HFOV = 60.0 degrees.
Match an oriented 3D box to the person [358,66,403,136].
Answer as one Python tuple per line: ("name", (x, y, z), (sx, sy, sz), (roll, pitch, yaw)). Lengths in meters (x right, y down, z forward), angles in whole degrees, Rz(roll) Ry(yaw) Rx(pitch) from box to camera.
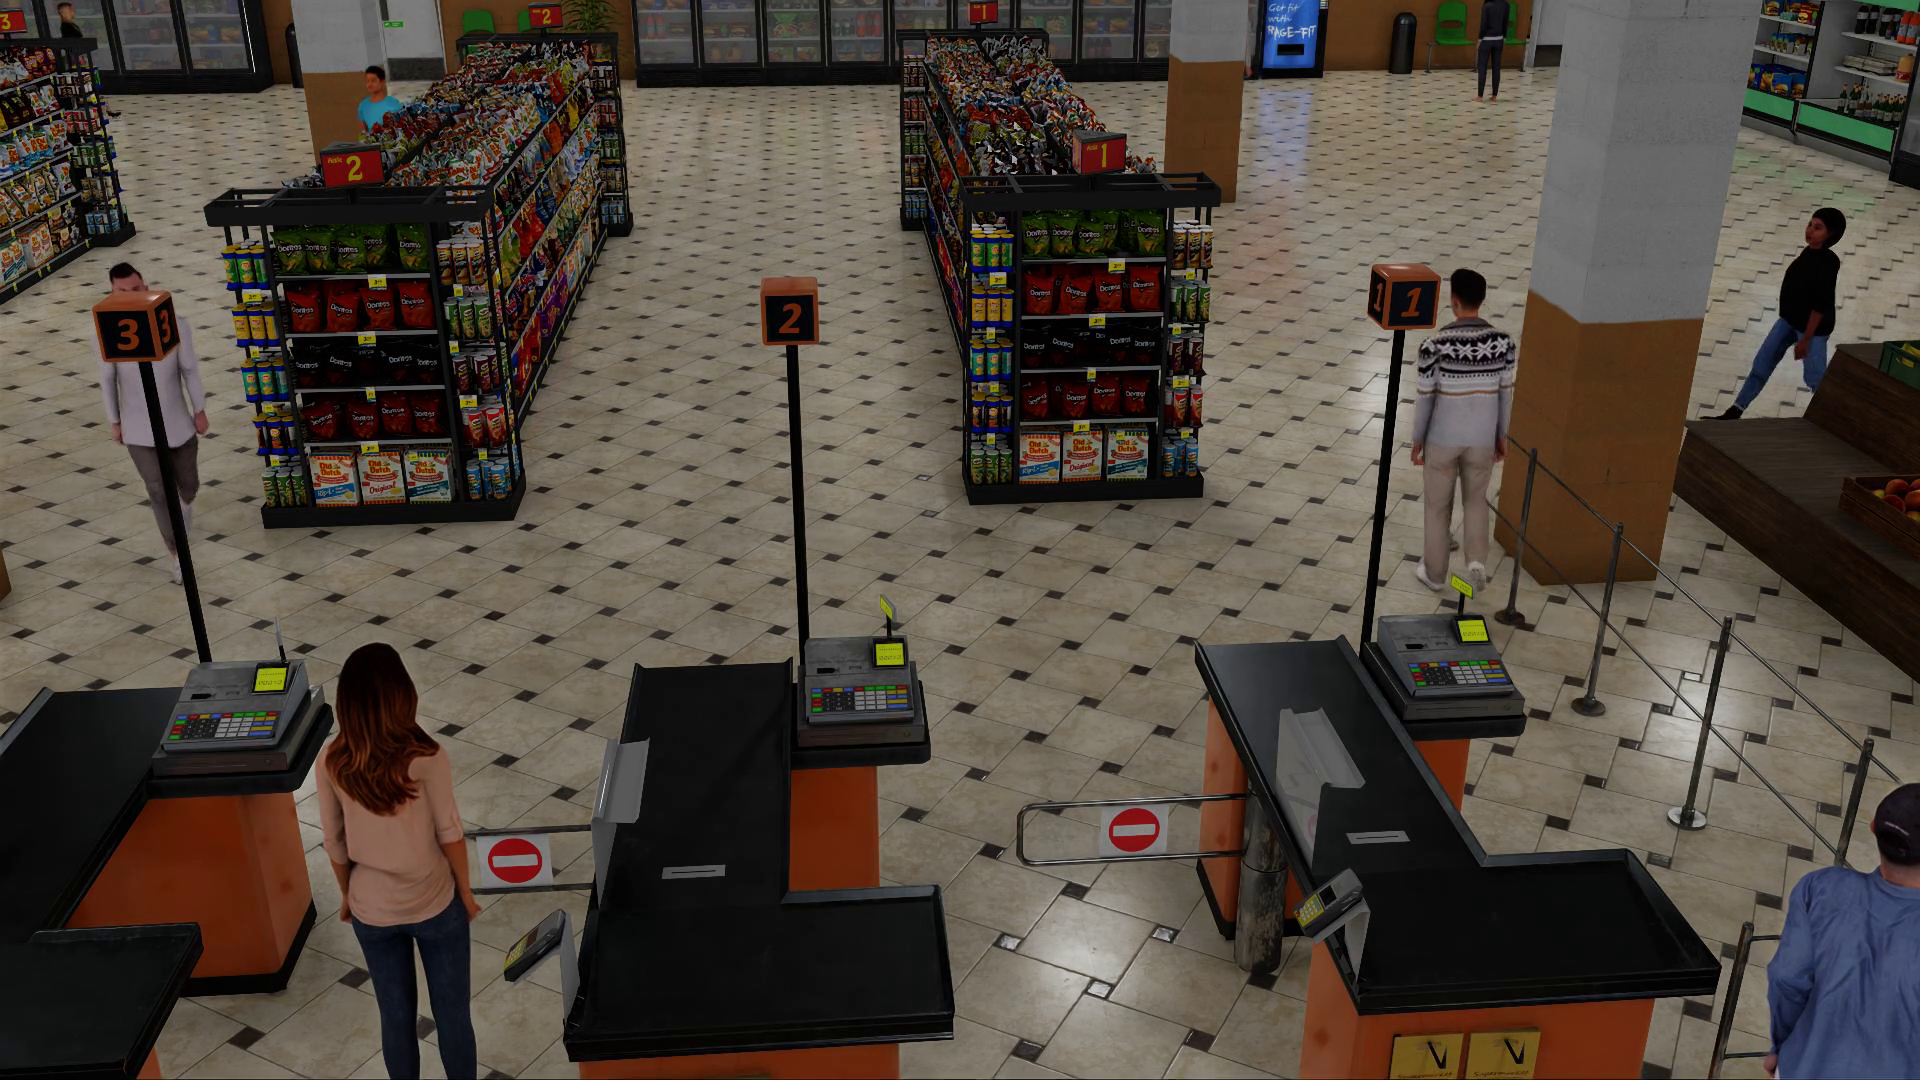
("person", (-5.764, -3.879, 16.865), (0.868, 1.721, 1.223), (5, 24, 10))

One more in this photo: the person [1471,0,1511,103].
("person", (8.071, -7.561, 25.221), (0.626, 1.767, 0.534), (-4, 24, -9))

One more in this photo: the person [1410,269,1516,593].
("person", (2.751, -0.530, 9.053), (0.724, 1.847, 0.795), (0, 24, -1))

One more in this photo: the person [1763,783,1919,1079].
("person", (2.395, 1.464, 4.446), (0.803, 1.888, 0.707), (-19, 30, -36))

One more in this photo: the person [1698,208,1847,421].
("person", (5.797, -1.388, 11.254), (0.653, 1.655, 1.058), (-2, 24, -6))

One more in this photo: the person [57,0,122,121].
("person", (-12.444, -6.624, 23.230), (0.836, 1.647, 0.927), (-10, 26, -22))

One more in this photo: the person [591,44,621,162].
("person", (-4.196, -5.018, 19.497), (0.808, 1.698, 0.737), (7, 25, 15))

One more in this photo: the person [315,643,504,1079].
("person", (-1.760, 1.152, 5.279), (0.611, 1.792, 0.554), (1, 24, 1))

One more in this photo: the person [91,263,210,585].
("person", (-4.572, -0.694, 9.463), (0.973, 1.819, 1.186), (-14, 27, -28))
